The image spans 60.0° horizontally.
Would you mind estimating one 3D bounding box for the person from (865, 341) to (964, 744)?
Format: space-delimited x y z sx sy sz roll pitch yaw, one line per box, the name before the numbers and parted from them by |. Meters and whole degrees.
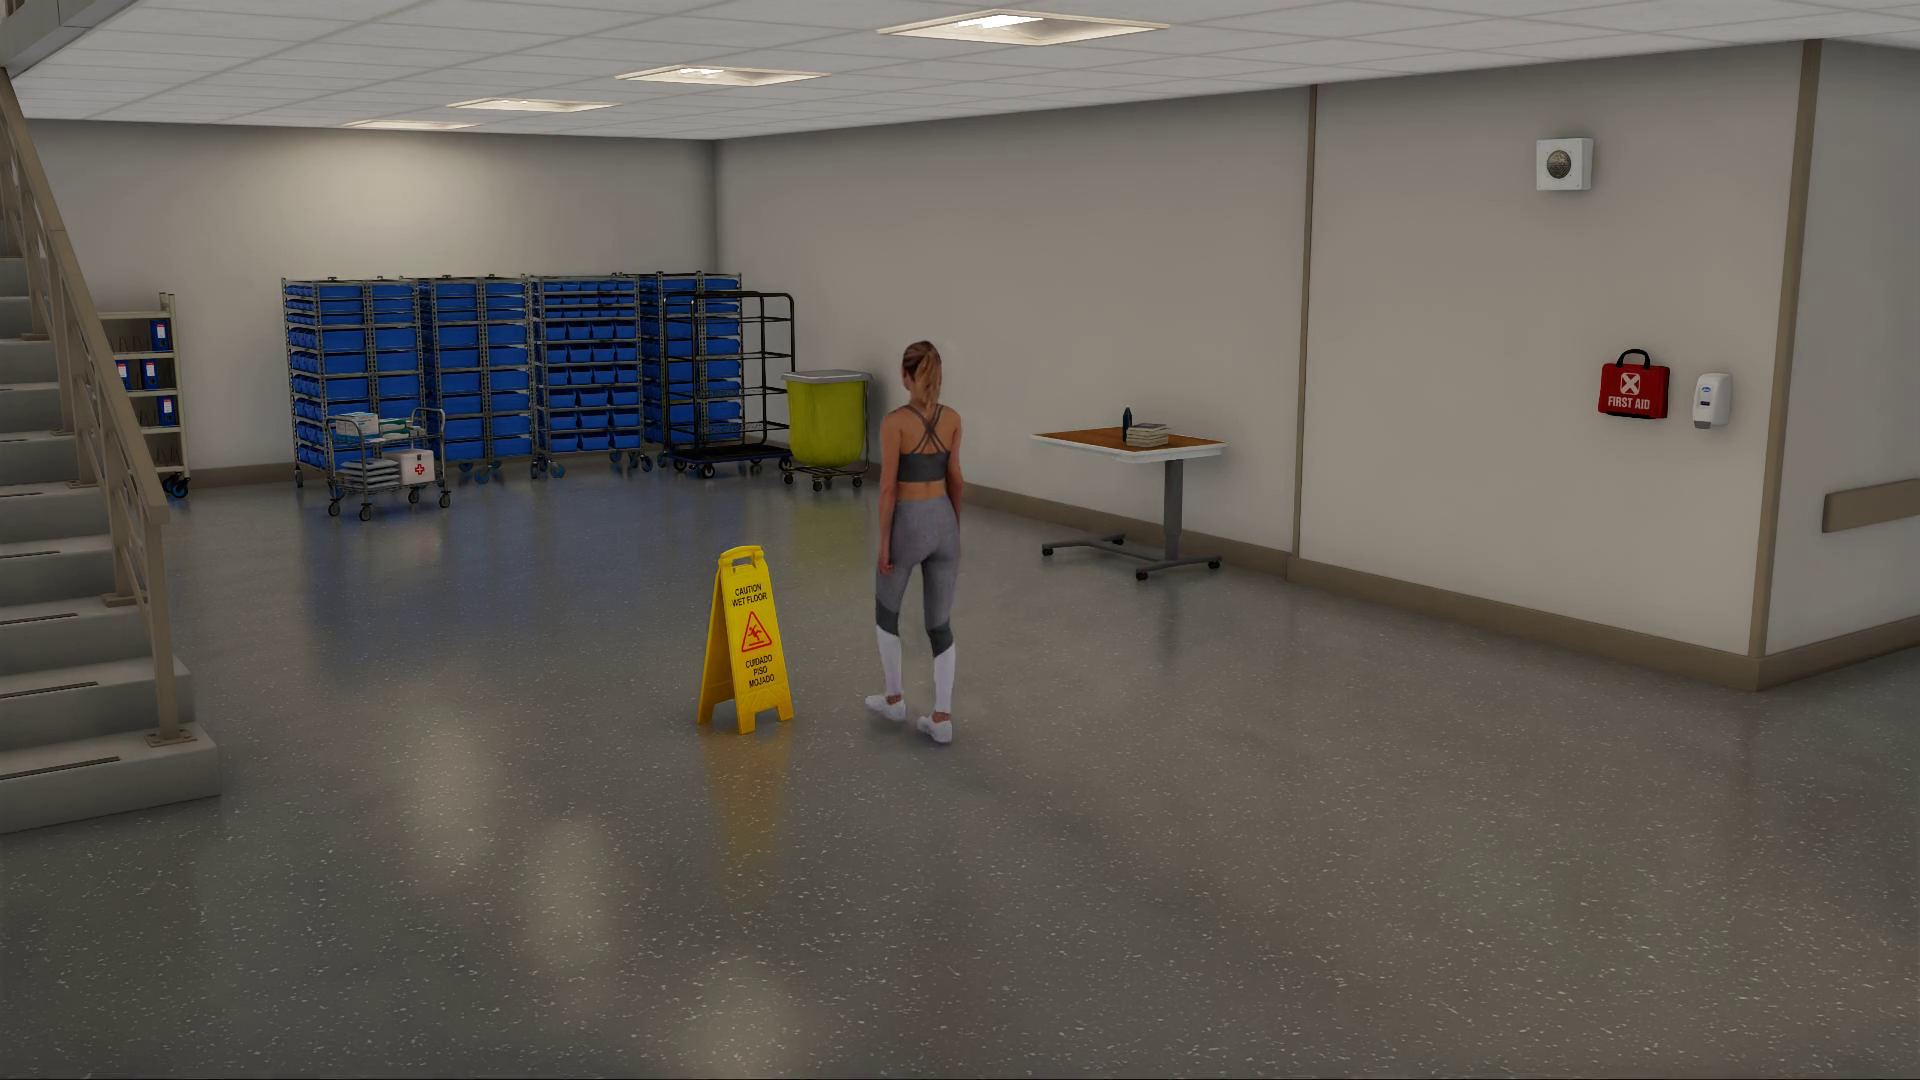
person | -0.126 0.029 6.999 0.657 1.686 0.817 -6 12 -27
